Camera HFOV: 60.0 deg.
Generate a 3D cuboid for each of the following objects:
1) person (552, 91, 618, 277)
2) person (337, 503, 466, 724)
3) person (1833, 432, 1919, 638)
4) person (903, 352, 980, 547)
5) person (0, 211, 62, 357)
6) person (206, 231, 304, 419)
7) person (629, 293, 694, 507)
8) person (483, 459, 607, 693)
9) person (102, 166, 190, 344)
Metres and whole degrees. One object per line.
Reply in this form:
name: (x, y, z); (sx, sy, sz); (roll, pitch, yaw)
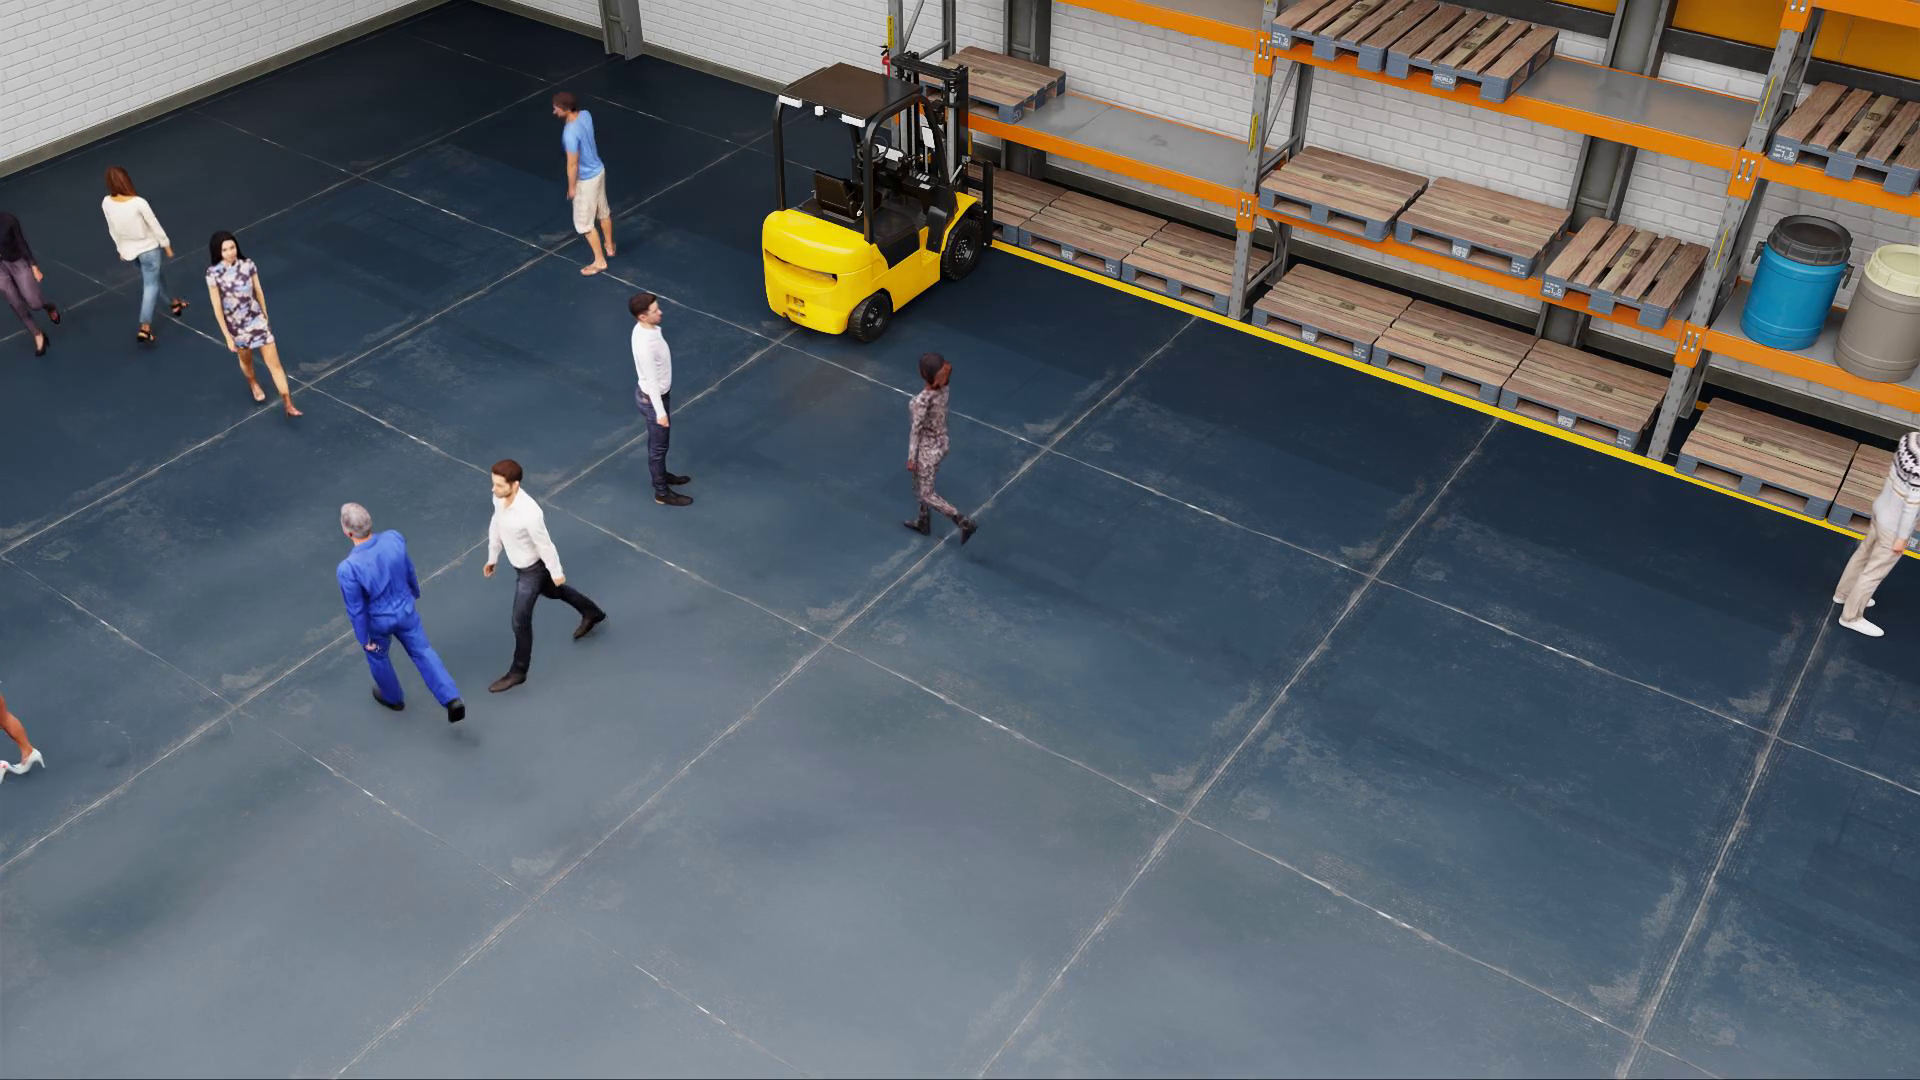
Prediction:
person: (-3.599, -3.567, 16.256); (0.754, 1.840, 0.914); (19, 42, 22)
person: (-3.769, 0.541, 11.146); (1.123, 1.799, 0.818); (29, 47, 31)
person: (6.742, -0.173, 11.991); (0.688, 1.860, 0.753); (9, 40, 12)
person: (-0.167, -0.648, 12.714); (0.955, 1.699, 0.625); (20, 43, 23)
person: (-8.505, -2.455, 15.009); (0.840, 1.658, 0.893); (-3, 39, -3)
person: (-6.150, -1.857, 14.242); (0.828, 1.680, 1.191); (-26, 46, -29)
person: (-2.430, -1.135, 13.188); (0.780, 1.869, 0.725); (-5, 39, -6)
person: (-2.915, 0.144, 11.621); (0.962, 1.824, 1.263); (-27, 46, -30)
person: (-7.504, -2.575, 15.174); (1.114, 1.640, 0.991); (6, 39, 8)
